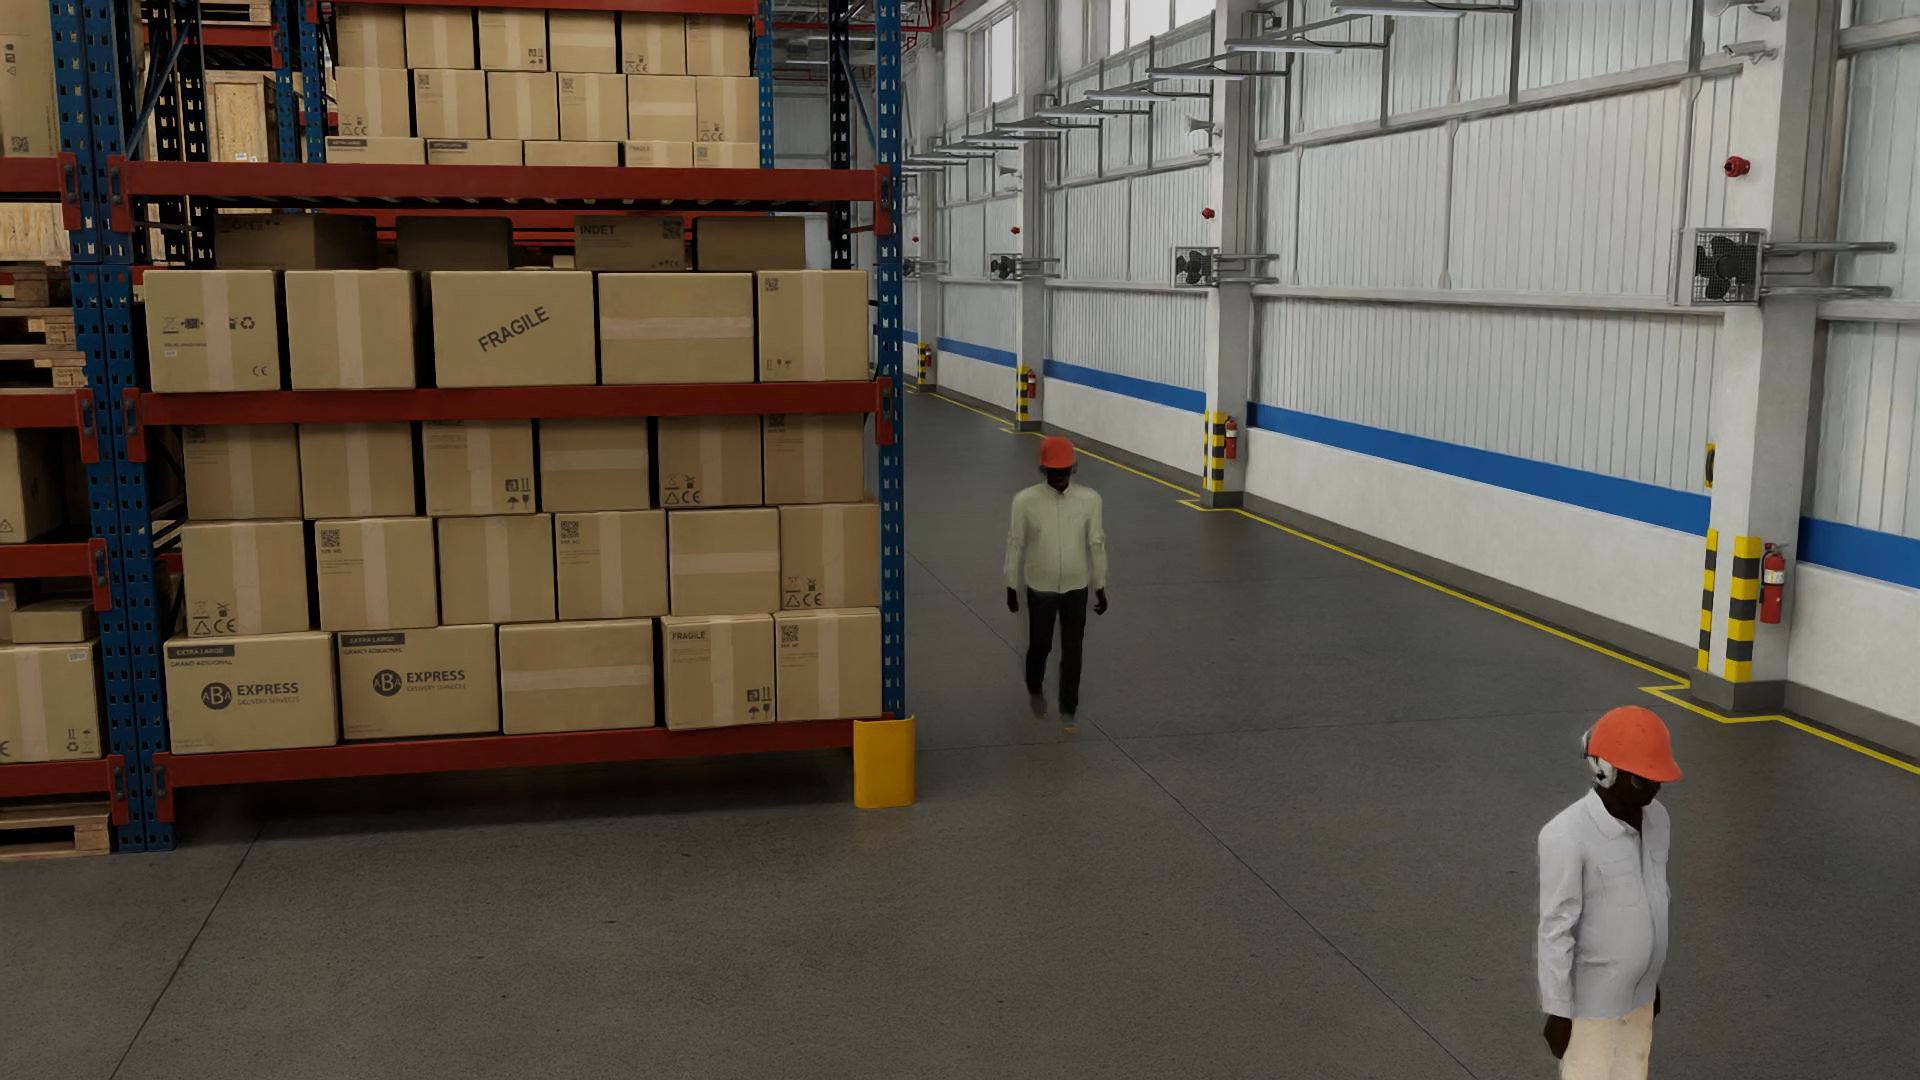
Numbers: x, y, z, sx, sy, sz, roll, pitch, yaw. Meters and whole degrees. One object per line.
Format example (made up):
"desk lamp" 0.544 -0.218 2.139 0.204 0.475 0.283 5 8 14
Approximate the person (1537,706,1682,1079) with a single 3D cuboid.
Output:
"person" 1.962 1.346 5.069 0.573 1.739 0.438 -6 11 -34

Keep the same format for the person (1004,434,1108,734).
"person" 0.625 0.283 10.821 0.656 1.969 0.525 -2 9 -10
